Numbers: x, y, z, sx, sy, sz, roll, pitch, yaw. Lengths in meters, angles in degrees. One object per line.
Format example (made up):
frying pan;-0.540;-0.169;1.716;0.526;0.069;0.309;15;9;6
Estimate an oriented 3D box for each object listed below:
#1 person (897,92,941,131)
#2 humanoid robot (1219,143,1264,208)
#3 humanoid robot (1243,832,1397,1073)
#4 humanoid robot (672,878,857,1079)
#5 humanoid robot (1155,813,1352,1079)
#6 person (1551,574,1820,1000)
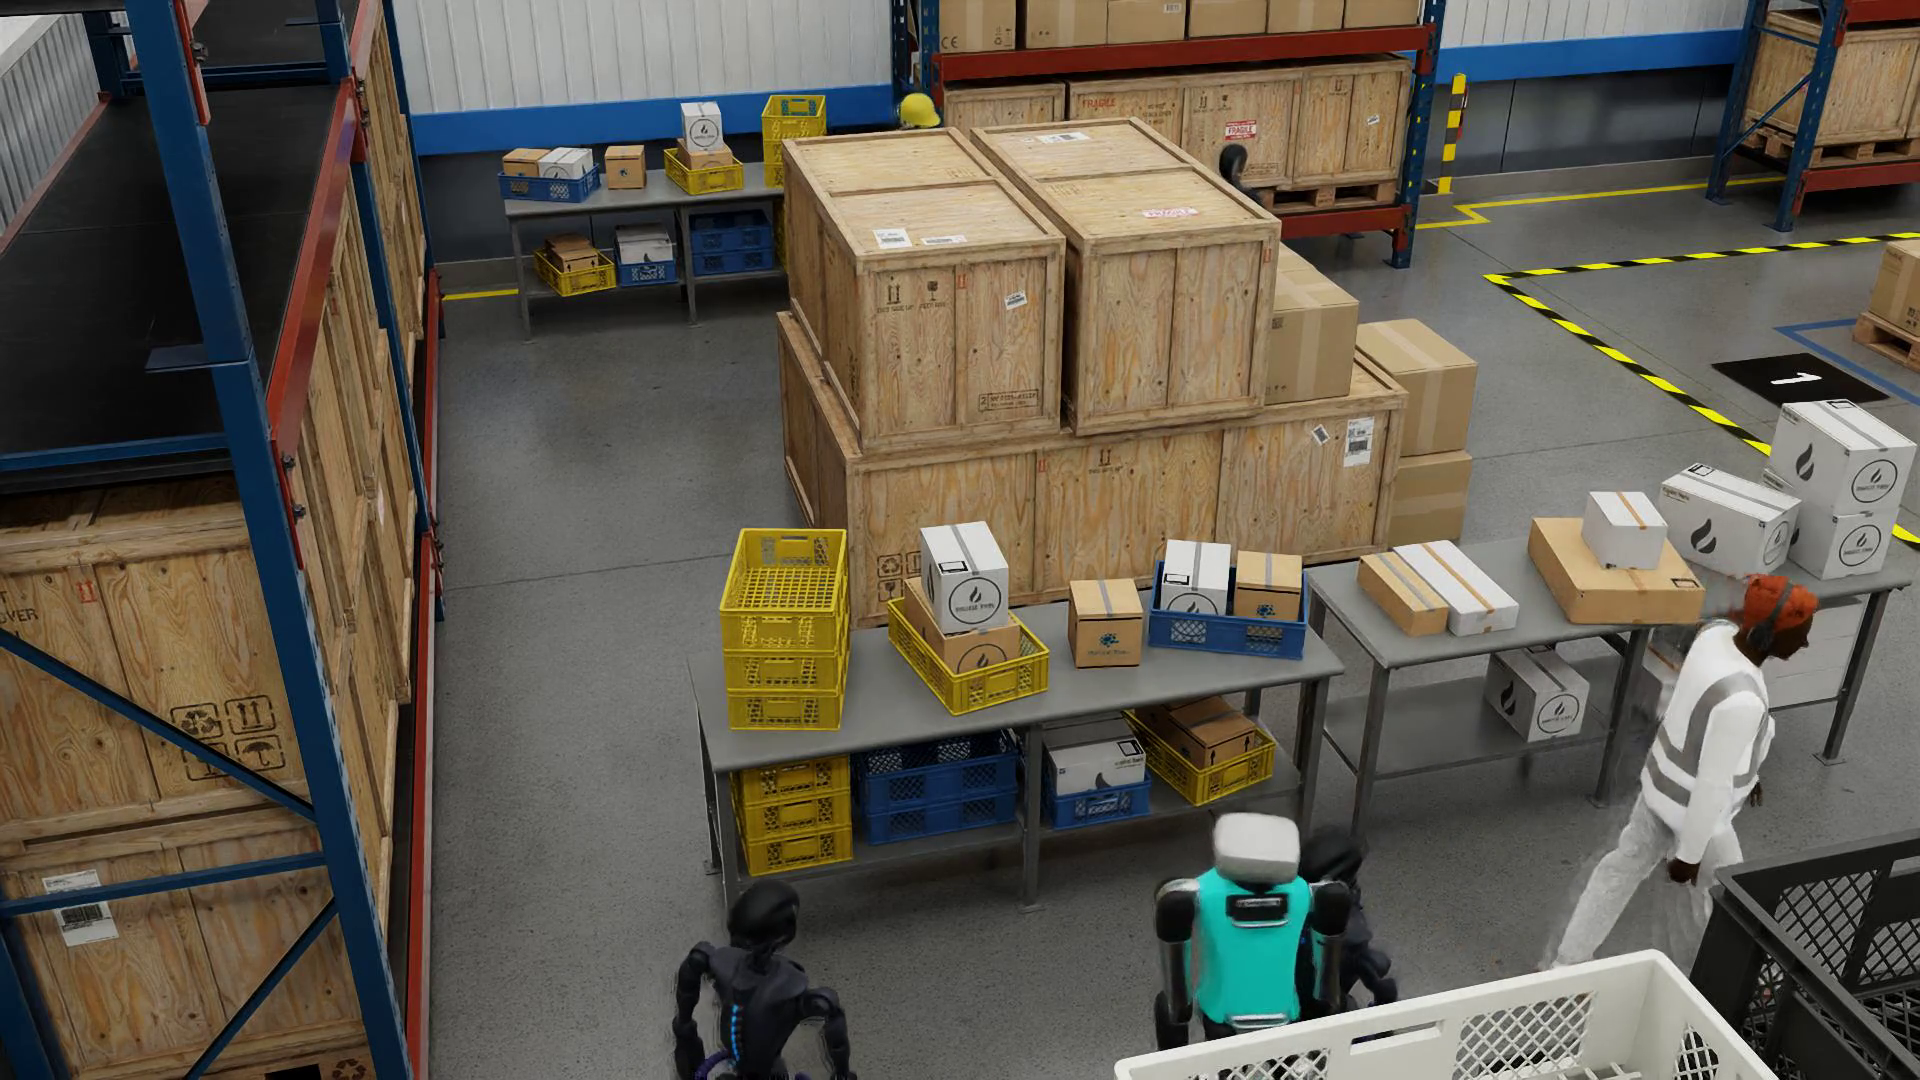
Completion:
person;-0.273;-2.225;11.554;0.440;1.809;0.634;-1;29;-2
humanoid robot;1.669;-1.765;10.868;0.595;1.650;0.458;18;34;29
humanoid robot;1.078;1.526;4.909;0.375;1.645;0.588;-20;35;-32
humanoid robot;-0.545;1.610;4.763;0.610;1.630;0.711;12;31;20
humanoid robot;0.824;1.652;4.588;0.591;1.762;0.744;0;29;-1
person;2.665;0.918;5.826;1.010;1.826;0.572;2;29;4
